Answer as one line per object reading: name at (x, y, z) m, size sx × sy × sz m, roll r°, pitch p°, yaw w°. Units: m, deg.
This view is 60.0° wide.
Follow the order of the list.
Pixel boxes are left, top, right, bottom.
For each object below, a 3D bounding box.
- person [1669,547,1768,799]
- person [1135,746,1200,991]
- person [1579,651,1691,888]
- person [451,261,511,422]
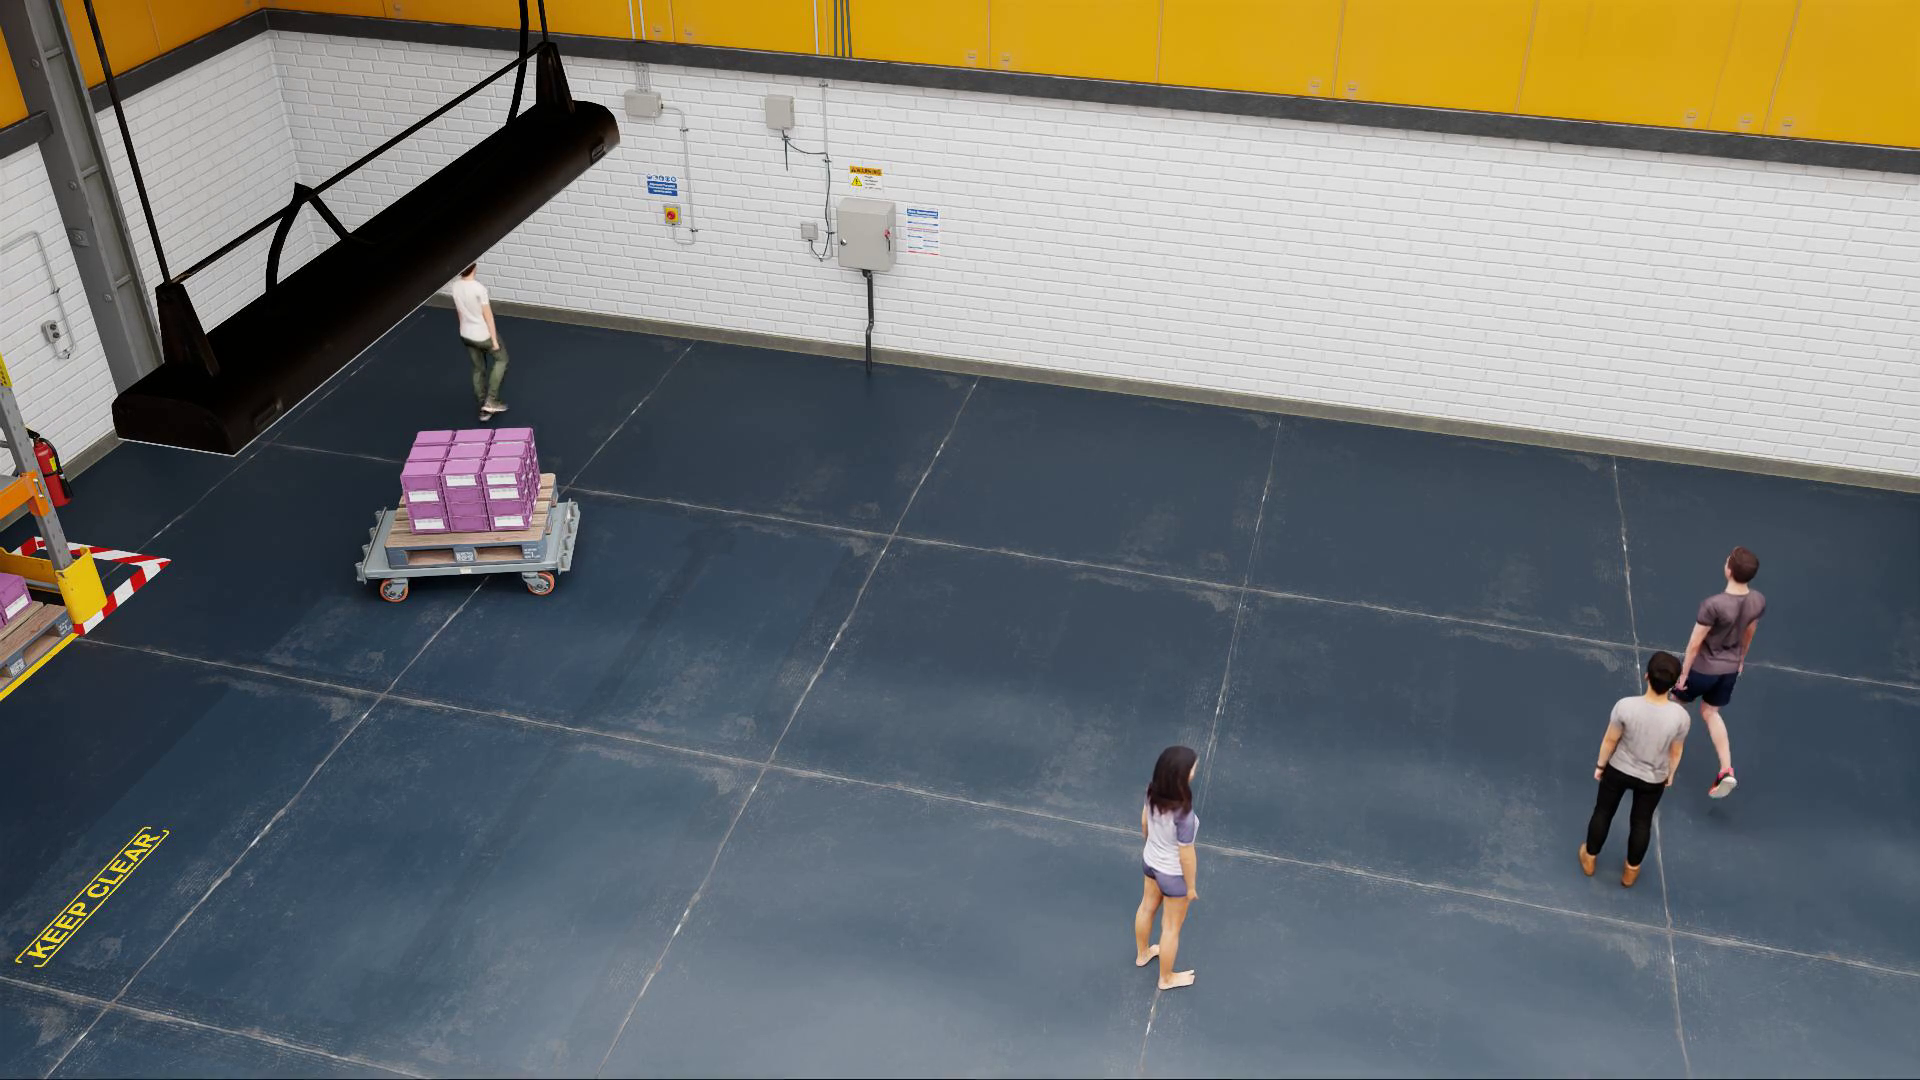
person at (4.988, 0.895, 10.956) m, size 0.960 × 1.829 × 1.157 m, roll -8°, pitch 34°, yaw -11°
person at (1.198, 1.872, 9.571) m, size 0.714 × 1.735 × 0.653 m, roll -18°, pitch 37°, yaw -24°
person at (4.171, 1.419, 10.269) m, size 0.638 × 1.717 × 0.571 m, roll 14°, pitch 36°, yaw 20°
person at (-4.445, -1.827, 15.220) m, size 0.615 × 1.643 × 0.627 m, roll 13°, pitch 36°, yaw 18°
